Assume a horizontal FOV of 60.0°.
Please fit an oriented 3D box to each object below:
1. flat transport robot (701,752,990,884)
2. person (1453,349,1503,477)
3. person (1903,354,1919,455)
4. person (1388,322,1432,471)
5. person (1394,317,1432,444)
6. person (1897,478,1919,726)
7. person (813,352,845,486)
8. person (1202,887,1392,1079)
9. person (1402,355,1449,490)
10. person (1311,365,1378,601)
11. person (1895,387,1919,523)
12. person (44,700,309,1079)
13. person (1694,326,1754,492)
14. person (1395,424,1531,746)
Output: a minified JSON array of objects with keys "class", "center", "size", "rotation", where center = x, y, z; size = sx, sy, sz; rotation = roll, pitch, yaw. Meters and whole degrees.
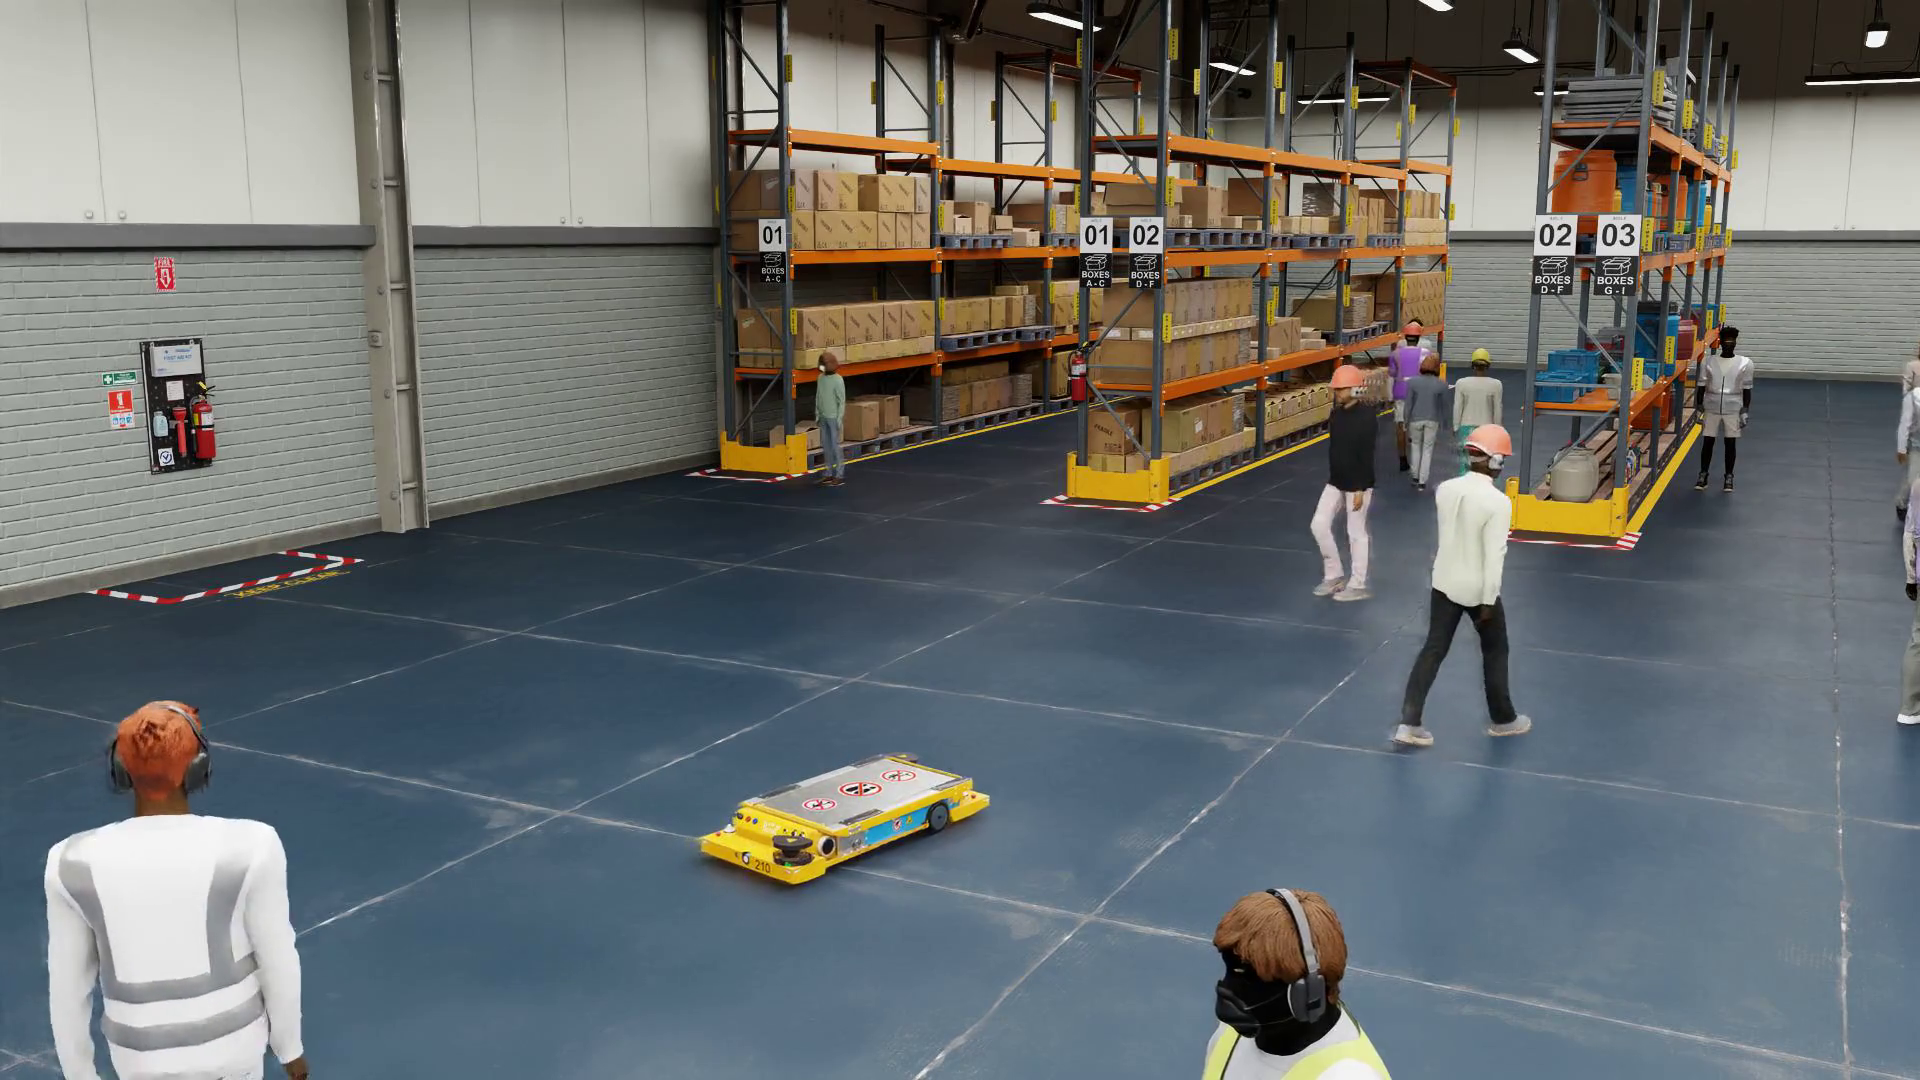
[{"class":"flat transport robot","center":[-0.553,1.374,8.424],"size":[0.652,0.197,1.431],"rotation":[9,14,40]},{"class":"person","center":[5.845,-1.275,18.797],"size":[0.535,1.766,0.321],"rotation":[4,11,21]},{"class":"person","center":[13.159,-1.906,22.728],"size":[0.504,1.587,0.872],"rotation":[4,11,23]},{"class":"person","center":[5.884,-1.882,21.710],"size":[0.576,1.904,0.859],"rotation":[4,11,22]},{"class":"person","center":[6.612,-2.314,24.215],"size":[0.517,1.856,0.461],"rotation":[5,12,26]},{"class":"person","center":[6.023,0.235,10.116],"size":[0.374,1.925,0.595],"rotation":[-3,11,-15]},{"class":"person","center":[-1.589,-1.476,20.249],"size":[0.268,1.630,0.507],"rotation":[-9,14,-40]},{"class":"person","center":[0.619,1.547,3.239],"size":[0.430,1.838,0.632],"rotation":[-1,10,-6]},{"class":"person","center":[5.620,-1.421,20.015],"size":[0.518,1.600,0.741],"rotation":[5,11,24]},{"class":"person","center":[3.188,-0.457,13.768],"size":[0.532,1.975,0.615],"rotation":[-5,12,-27]},{"class":"person","center":[9.885,-0.963,16.983],"size":[0.591,1.810,0.569],"rotation":[2,11,11]},{"class":"person","center":[-2.000,1.337,4.274],"size":[0.581,1.867,0.566],"rotation":[-2,11,-9]},{"class":"person","center":[9.064,-1.556,19.775],"size":[0.613,1.965,0.361],"rotation":[6,12,29]},{"class":"person","center":[3.005,0.275,9.890],"size":[1.019,1.945,0.610],"rotation":[-6,12,-31]}]
